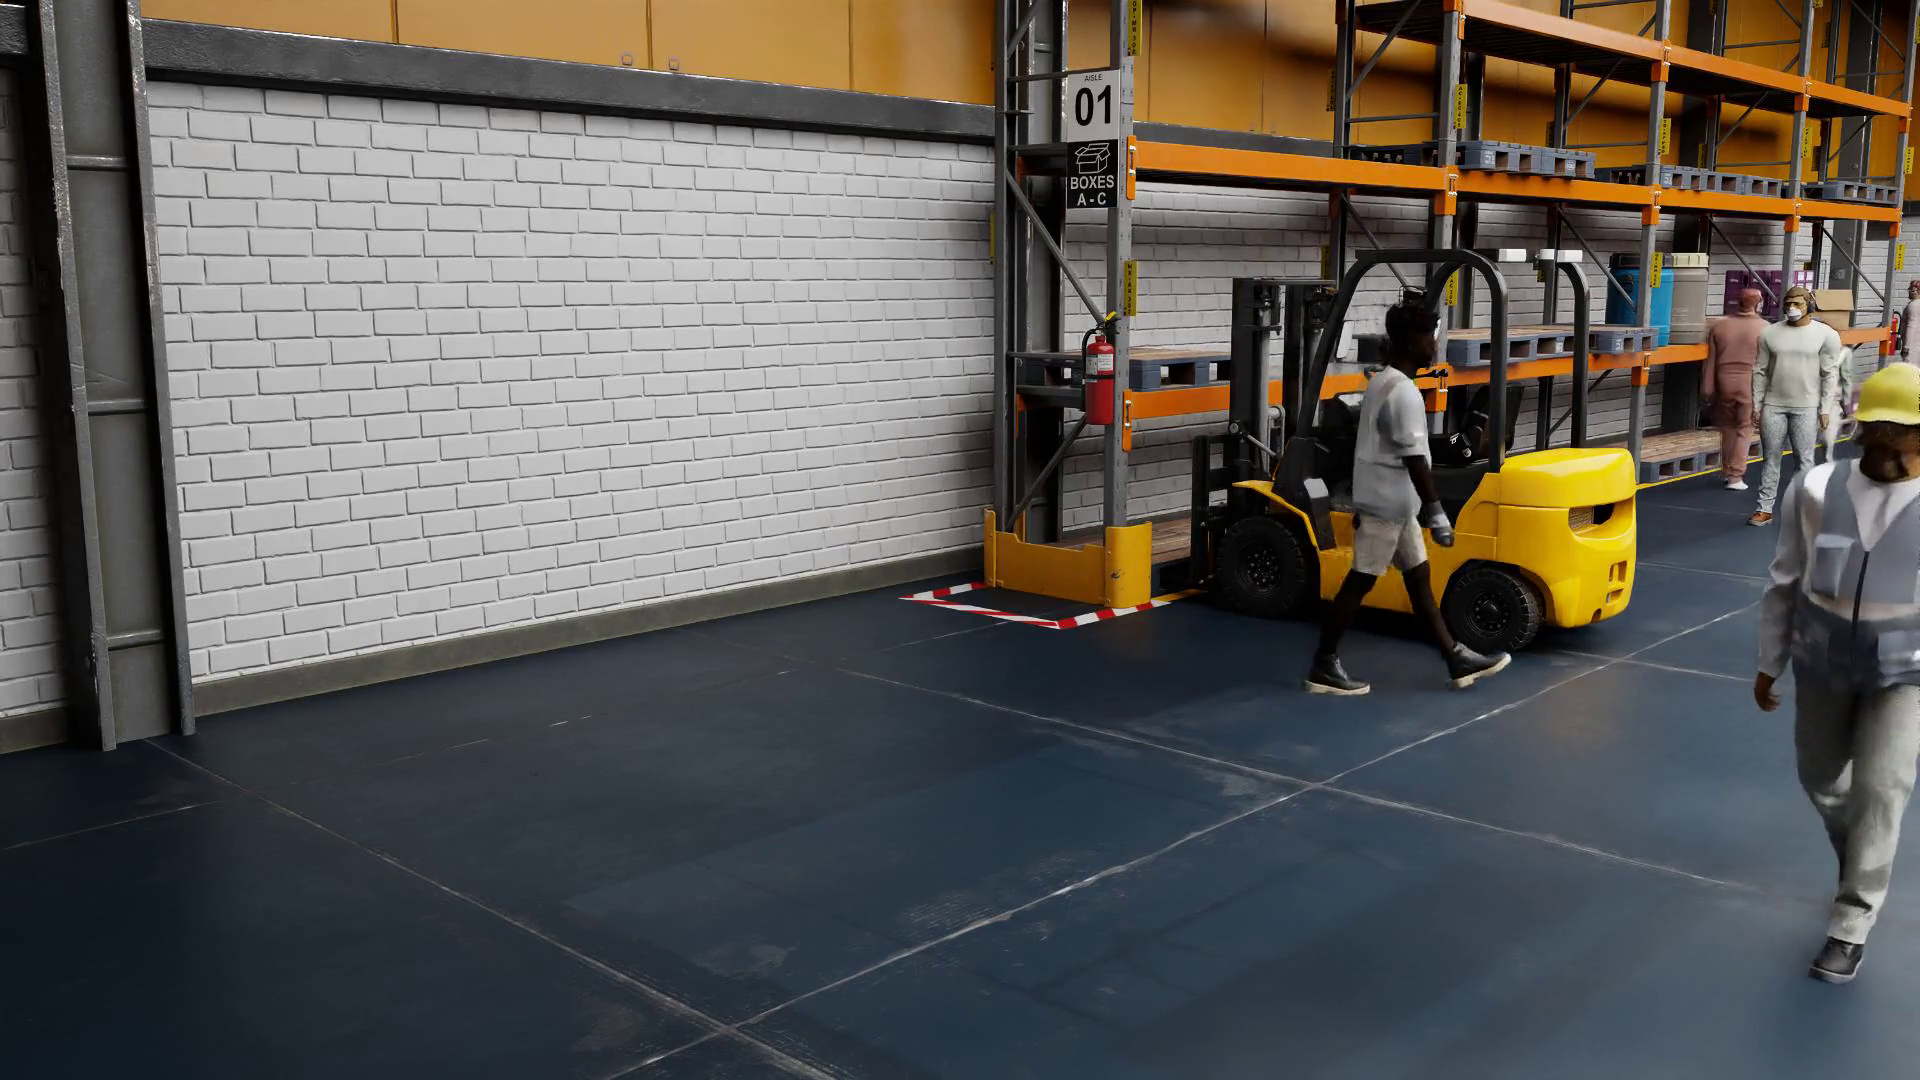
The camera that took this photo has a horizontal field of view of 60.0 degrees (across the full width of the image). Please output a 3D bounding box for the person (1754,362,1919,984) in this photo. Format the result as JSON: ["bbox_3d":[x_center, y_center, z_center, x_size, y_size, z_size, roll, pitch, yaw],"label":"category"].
[{"bbox_3d":[2.769,0.358,5.048,0.595,1.809,0.822,8,12,42],"label":"person"}]

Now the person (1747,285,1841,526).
[{"bbox_3d":[6.639,-1.054,13.290,0.633,1.939,0.368,8,12,40],"label":"person"}]

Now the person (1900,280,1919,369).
[{"bbox_3d":[14.180,-2.908,24.755,0.651,1.906,0.401,-7,12,-38],"label":"person"}]

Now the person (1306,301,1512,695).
[{"bbox_3d":[2.169,-0.183,8.002,1.024,1.903,0.621,1,9,6],"label":"person"}]

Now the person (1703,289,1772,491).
[{"bbox_3d":[7.431,-1.417,15.699,0.812,1.877,0.677,-9,13,-44],"label":"person"}]

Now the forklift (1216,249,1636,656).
[{"bbox_3d":[2.710,-0.584,9.626,2.313,2.155,1.214,9,13,43],"label":"forklift"}]

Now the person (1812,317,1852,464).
[{"bbox_3d":[7.966,-1.252,15.452,0.536,1.624,0.375,7,11,36],"label":"person"}]
